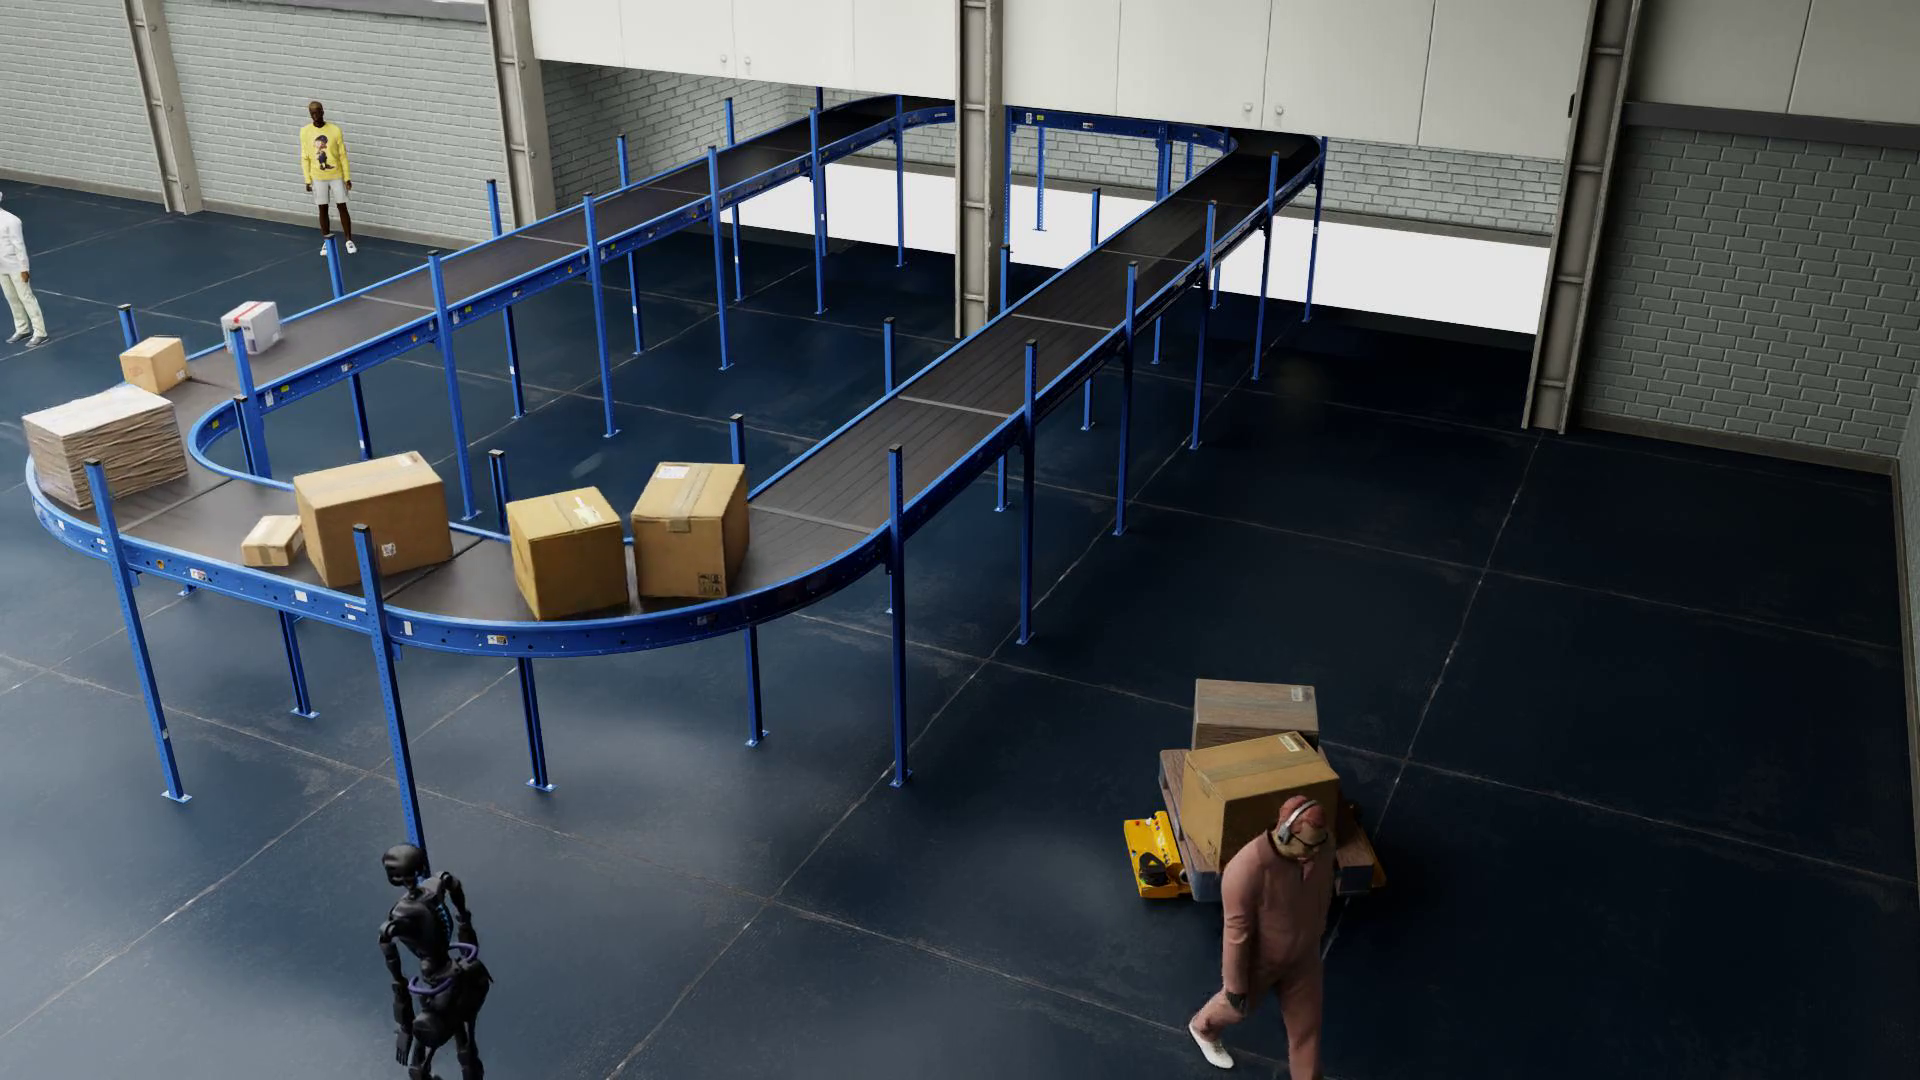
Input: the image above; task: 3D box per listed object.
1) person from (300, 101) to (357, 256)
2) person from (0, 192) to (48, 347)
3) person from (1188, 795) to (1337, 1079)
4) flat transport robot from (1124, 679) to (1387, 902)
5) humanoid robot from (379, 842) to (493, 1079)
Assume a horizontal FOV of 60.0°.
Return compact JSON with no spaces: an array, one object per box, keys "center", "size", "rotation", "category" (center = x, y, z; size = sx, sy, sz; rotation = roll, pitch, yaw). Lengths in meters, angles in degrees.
[{"center":[-7.882,-4.510,20.731],"size":[0.555,1.898,0.370],"rotation":[-8,27,-15],"category":"person"},{"center":[-10.149,-2.926,17.714],"size":[0.566,1.744,0.348],"rotation":[12,29,22],"category":"person"},{"center":[1.486,1.917,7.830],"size":[0.670,1.847,0.994],"rotation":[-13,29,-24],"category":"person"},{"center":[1.728,1.823,9.803],"size":[1.431,0.231,0.659],"rotation":[-2,26,-3],"category":"flat transport robot"},{"center":[-2.388,2.090,7.683],"size":[0.363,1.635,0.616],"rotation":[9,28,18],"category":"humanoid robot"}]
